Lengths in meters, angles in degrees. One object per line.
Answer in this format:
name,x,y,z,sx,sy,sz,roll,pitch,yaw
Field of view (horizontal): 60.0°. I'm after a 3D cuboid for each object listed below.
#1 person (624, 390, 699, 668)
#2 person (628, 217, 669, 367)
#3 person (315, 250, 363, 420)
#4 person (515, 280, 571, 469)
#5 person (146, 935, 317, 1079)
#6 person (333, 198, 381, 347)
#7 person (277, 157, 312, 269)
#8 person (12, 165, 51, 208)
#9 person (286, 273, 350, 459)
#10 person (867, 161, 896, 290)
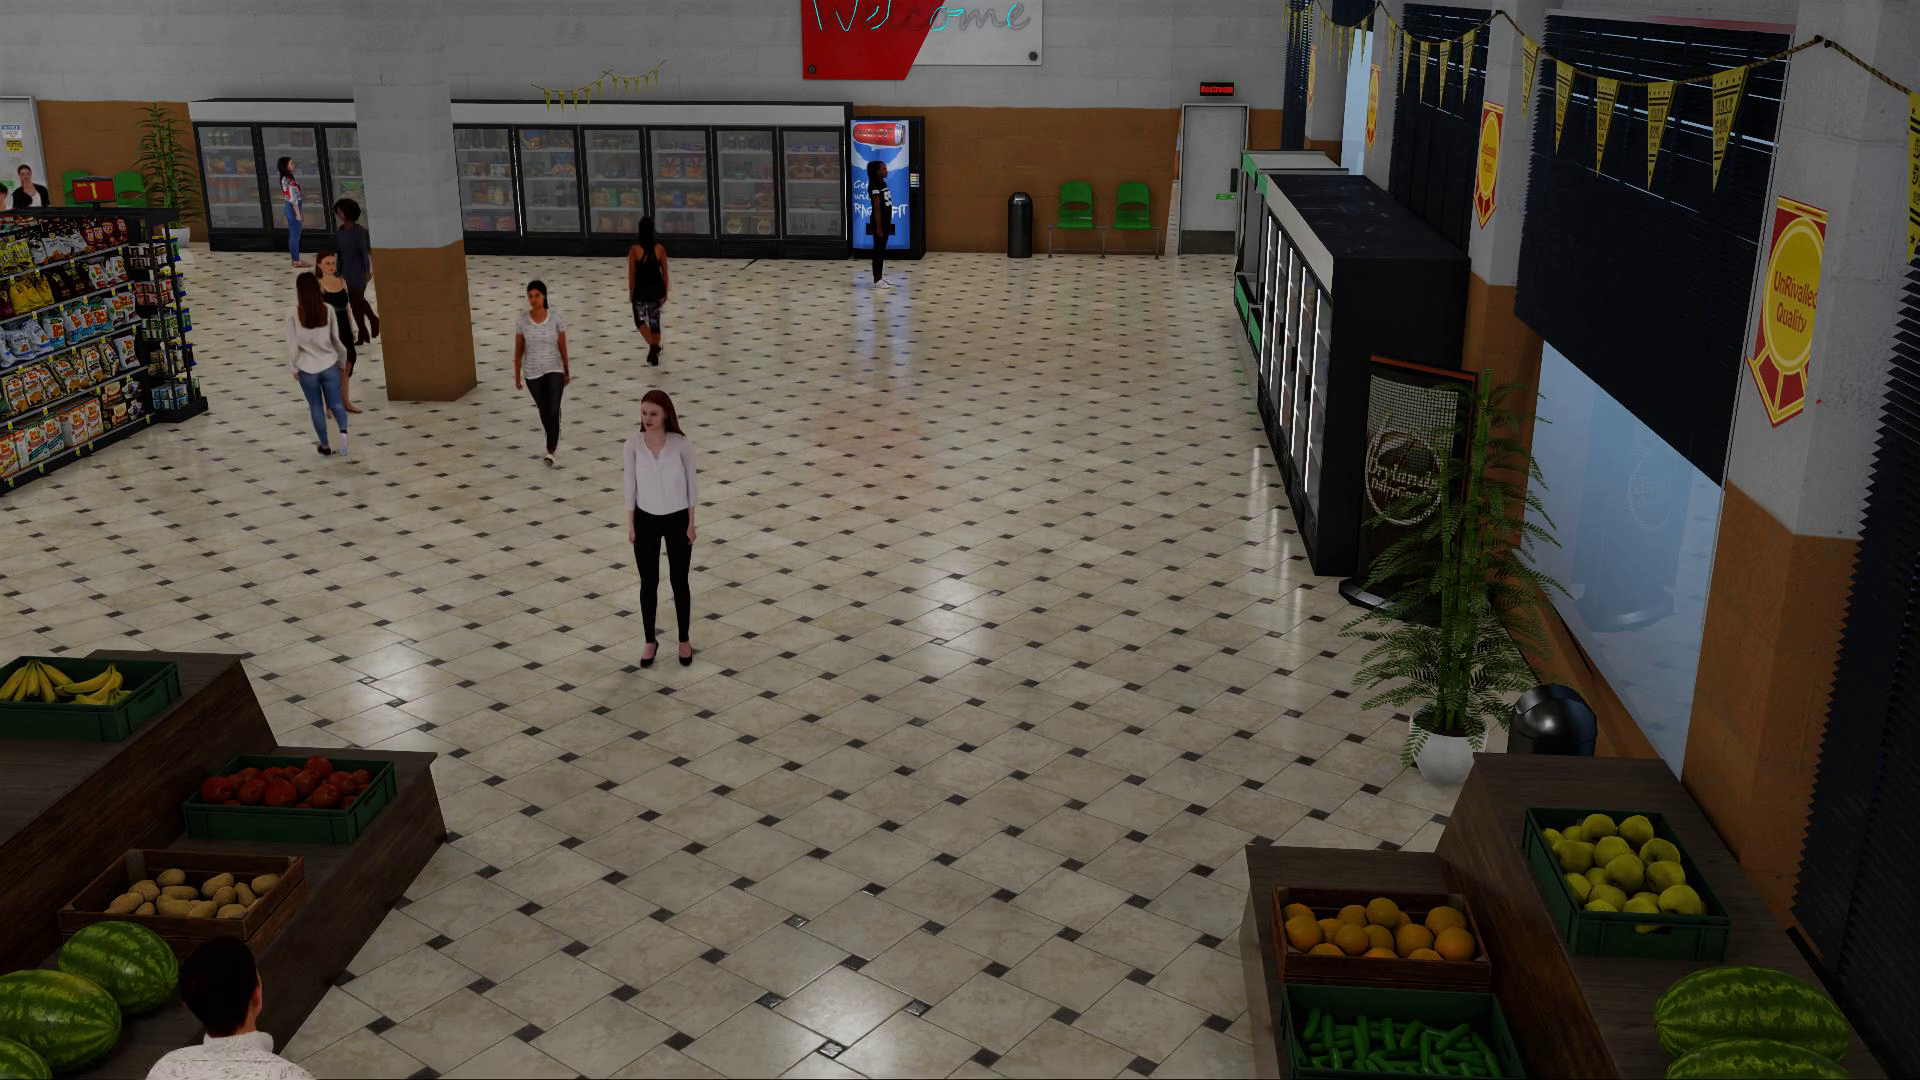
person,-1.828,-0.069,10.241,0.621,1.760,0.532,-1,19,-4
person,-3.397,-2.703,18.221,0.809,1.654,0.900,-9,21,-25
person,-6.107,-2.022,16.245,0.721,1.625,0.620,10,21,26
person,-3.647,-1.462,14.632,0.696,1.595,1.112,-1,19,-3
person,-1.878,1.931,4.309,0.734,1.761,1.236,3,19,10
person,-6.983,-3.120,19.386,0.730,1.698,0.785,10,21,27
person,-9.934,-4.884,24.751,0.725,1.614,0.621,-9,21,-25
person,-12.868,-4.374,23.147,0.829,1.673,0.889,-13,23,-33
person,-5.601,-1.481,14.566,0.960,1.673,1.075,-11,21,-29
person,-1.103,-4.390,23.108,0.696,1.728,0.549,4,19,12
